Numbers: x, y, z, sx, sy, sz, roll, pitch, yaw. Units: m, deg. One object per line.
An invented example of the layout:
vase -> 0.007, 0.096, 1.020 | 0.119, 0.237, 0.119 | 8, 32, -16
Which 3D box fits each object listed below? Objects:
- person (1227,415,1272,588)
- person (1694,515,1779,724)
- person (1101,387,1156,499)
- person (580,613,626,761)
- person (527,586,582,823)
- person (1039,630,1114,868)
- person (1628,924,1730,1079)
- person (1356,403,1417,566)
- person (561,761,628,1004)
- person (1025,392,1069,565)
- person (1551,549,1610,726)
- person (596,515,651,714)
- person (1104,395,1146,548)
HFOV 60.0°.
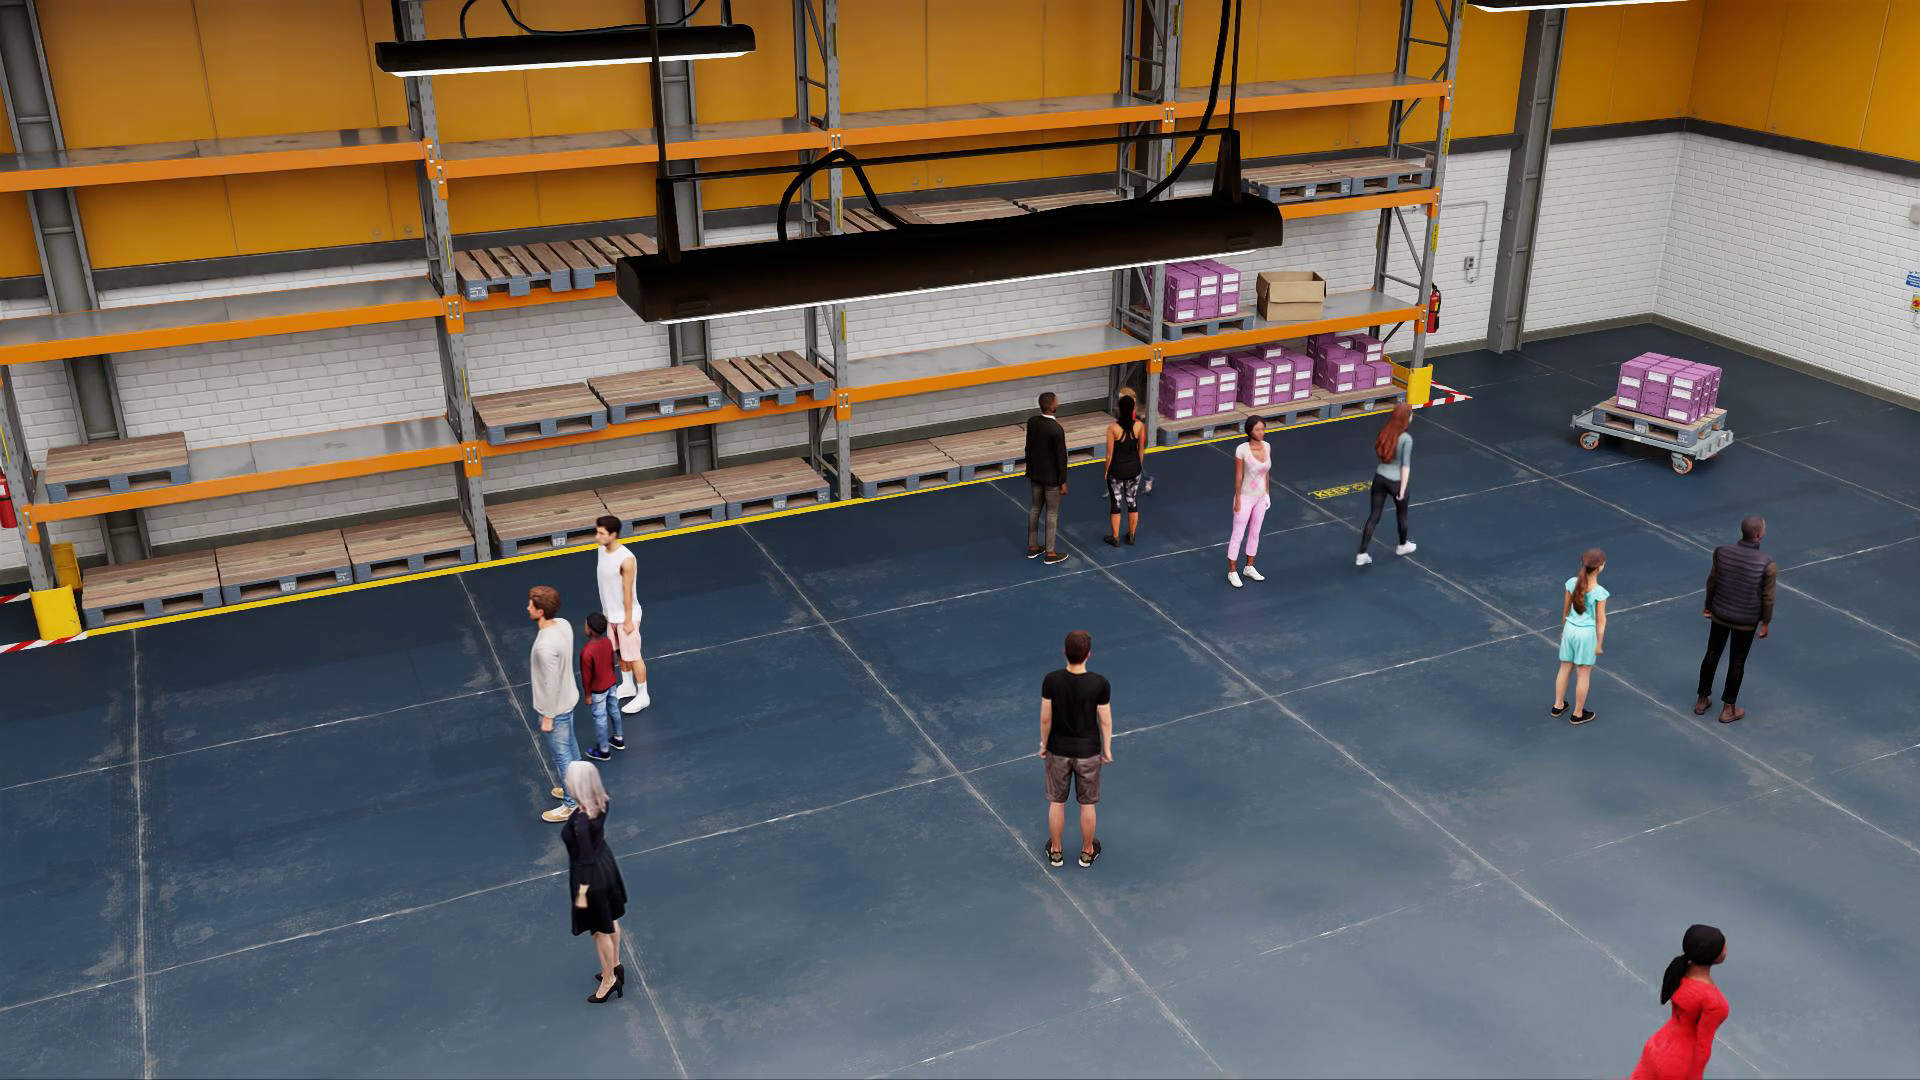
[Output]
person -> 2.868, -0.403, 16.437 | 0.468, 1.741, 0.647 | -13, 27, -27
person -> 6.483, 0.642, 13.927 | 0.681, 1.835, 0.763 | -20, 31, -38
person -> 1.912, -1.078, 18.546 | 0.859, 1.287, 0.485 | -11, 26, -23
person -> -2.896, 1.168, 13.451 | 0.640, 1.253, 0.566 | 11, 26, 24
person -> -3.032, 1.221, 12.519 | 0.730, 1.903, 0.755 | 0, 24, 1
person -> 0.808, 1.497, 11.940 | 0.704, 1.860, 0.830 | 3, 24, 6
person -> 3.771, 2.858, 8.986 | 1.232, 1.734, 0.876 | -3, 24, -7
person -> 4.275, -0.527, 16.769 | 1.164, 1.702, 0.786 | -17, 29, -34
person -> -2.333, 2.161, 10.565 | 0.714, 1.746, 0.697 | 1, 24, 3
person -> 0.875, -0.646, 16.918 | 0.665, 1.800, 0.727 | -21, 31, -39
person -> 5.203, 0.793, 13.929 | 0.613, 1.558, 0.600 | -18, 29, -35
person -> -2.855, 0.599, 14.093 | 0.649, 1.782, 0.680 | -18, 30, -36
person -> 1.708, -0.734, 17.295 | 0.483, 1.660, 0.660 | -7, 25, -16
